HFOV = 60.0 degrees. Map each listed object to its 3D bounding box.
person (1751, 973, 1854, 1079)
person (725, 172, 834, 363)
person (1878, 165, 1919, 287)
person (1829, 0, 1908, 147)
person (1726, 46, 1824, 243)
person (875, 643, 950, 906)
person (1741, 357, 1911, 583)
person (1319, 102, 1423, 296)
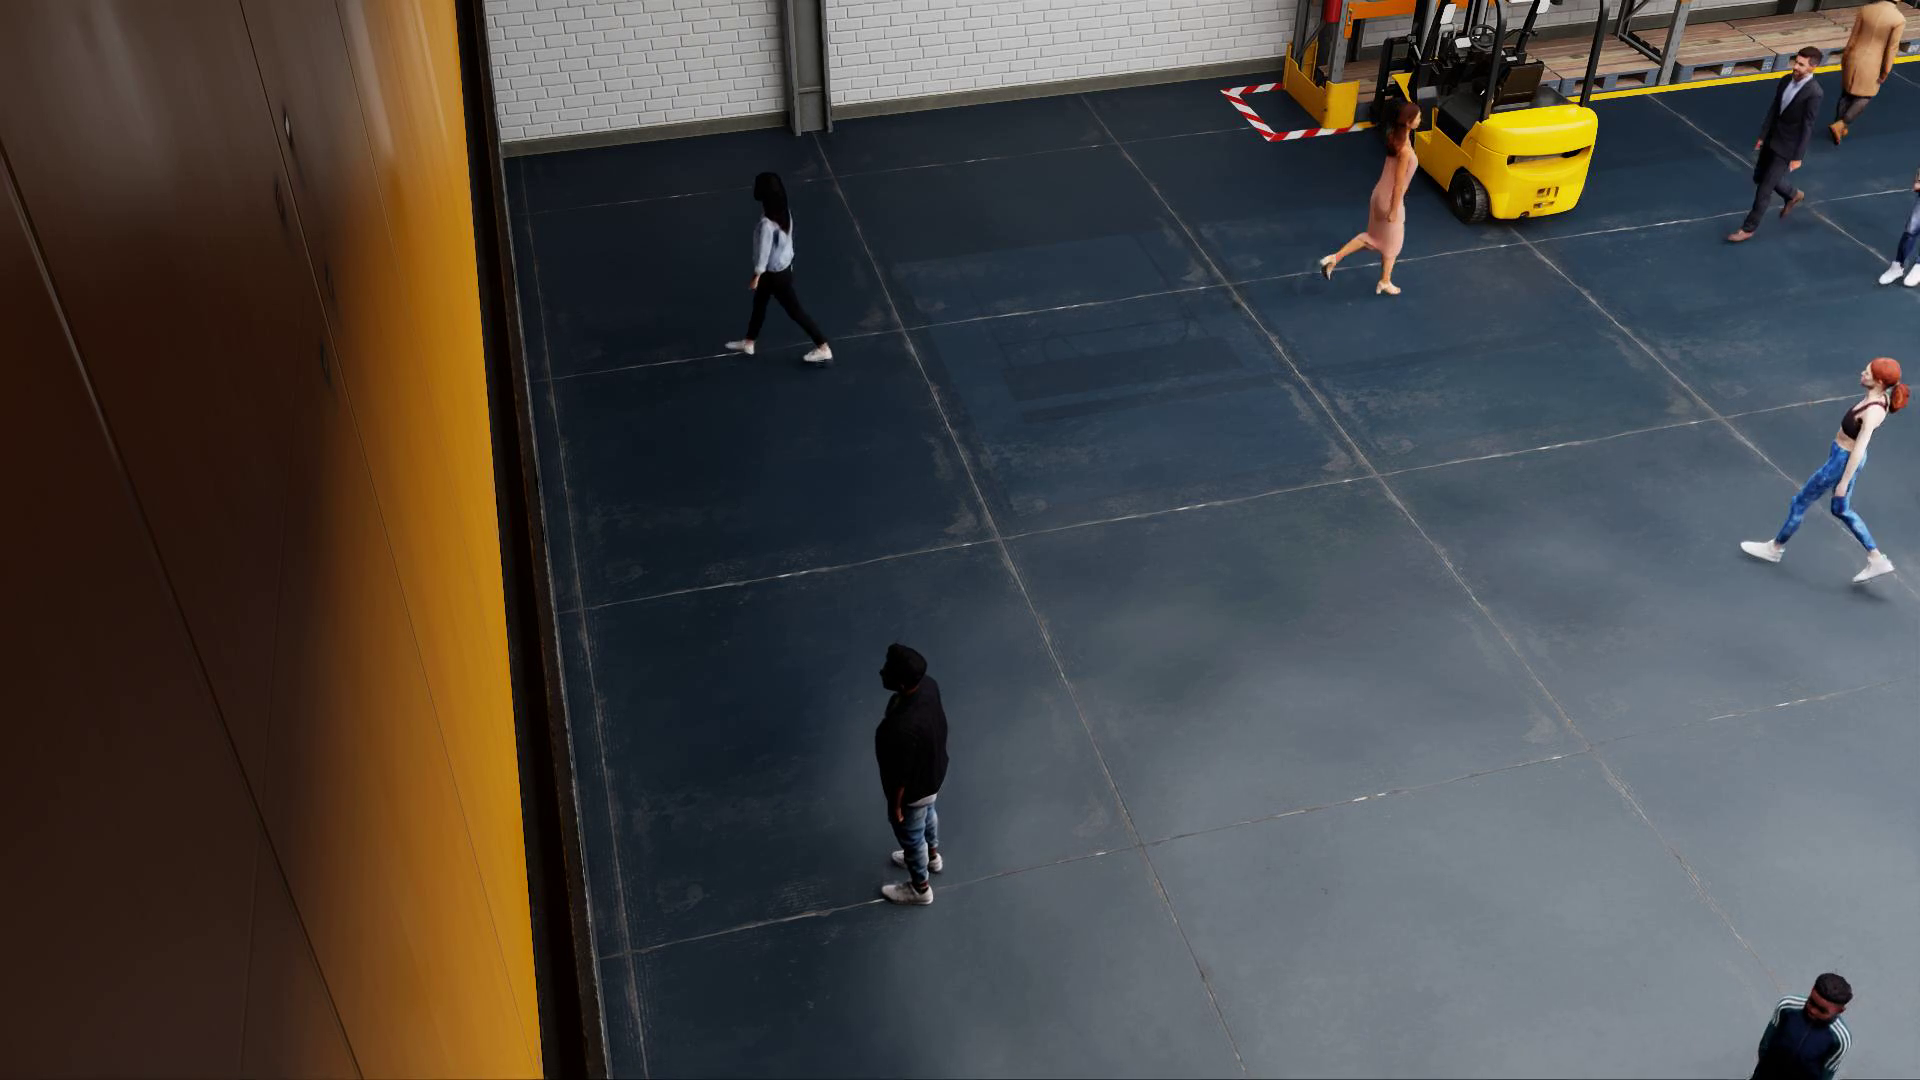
[{"bbox_3d":[4.041,2.478,7.972,0.797,1.242,0.680,-31,48,-33],"label":"person"},{"bbox_3d":[-1.391,-2.133,13.410,1.226,1.660,0.890,3,39,4],"label":"person"},{"bbox_3d":[8.571,-3.051,14.415,0.880,1.841,0.854,-30,48,-32],"label":"person"},{"bbox_3d":[9.030,-4.767,16.668,0.996,1.710,0.867,-28,47,-31],"label":"person"},{"bbox_3d":[7.527,-3.581,15.080,1.023,1.838,0.667,-11,40,-13],"label":"person"},{"bbox_3d":[-0.244,1.264,9.038,0.792,1.808,0.785,11,40,13],"label":"person"},{"bbox_3d":[6.029,-0.429,11.202,1.148,1.753,1.134,23,44,26],"label":"person"},{"bbox_3d":[3.572,-2.887,14.236,1.020,1.807,0.688,-4,39,-5],"label":"person"}]
